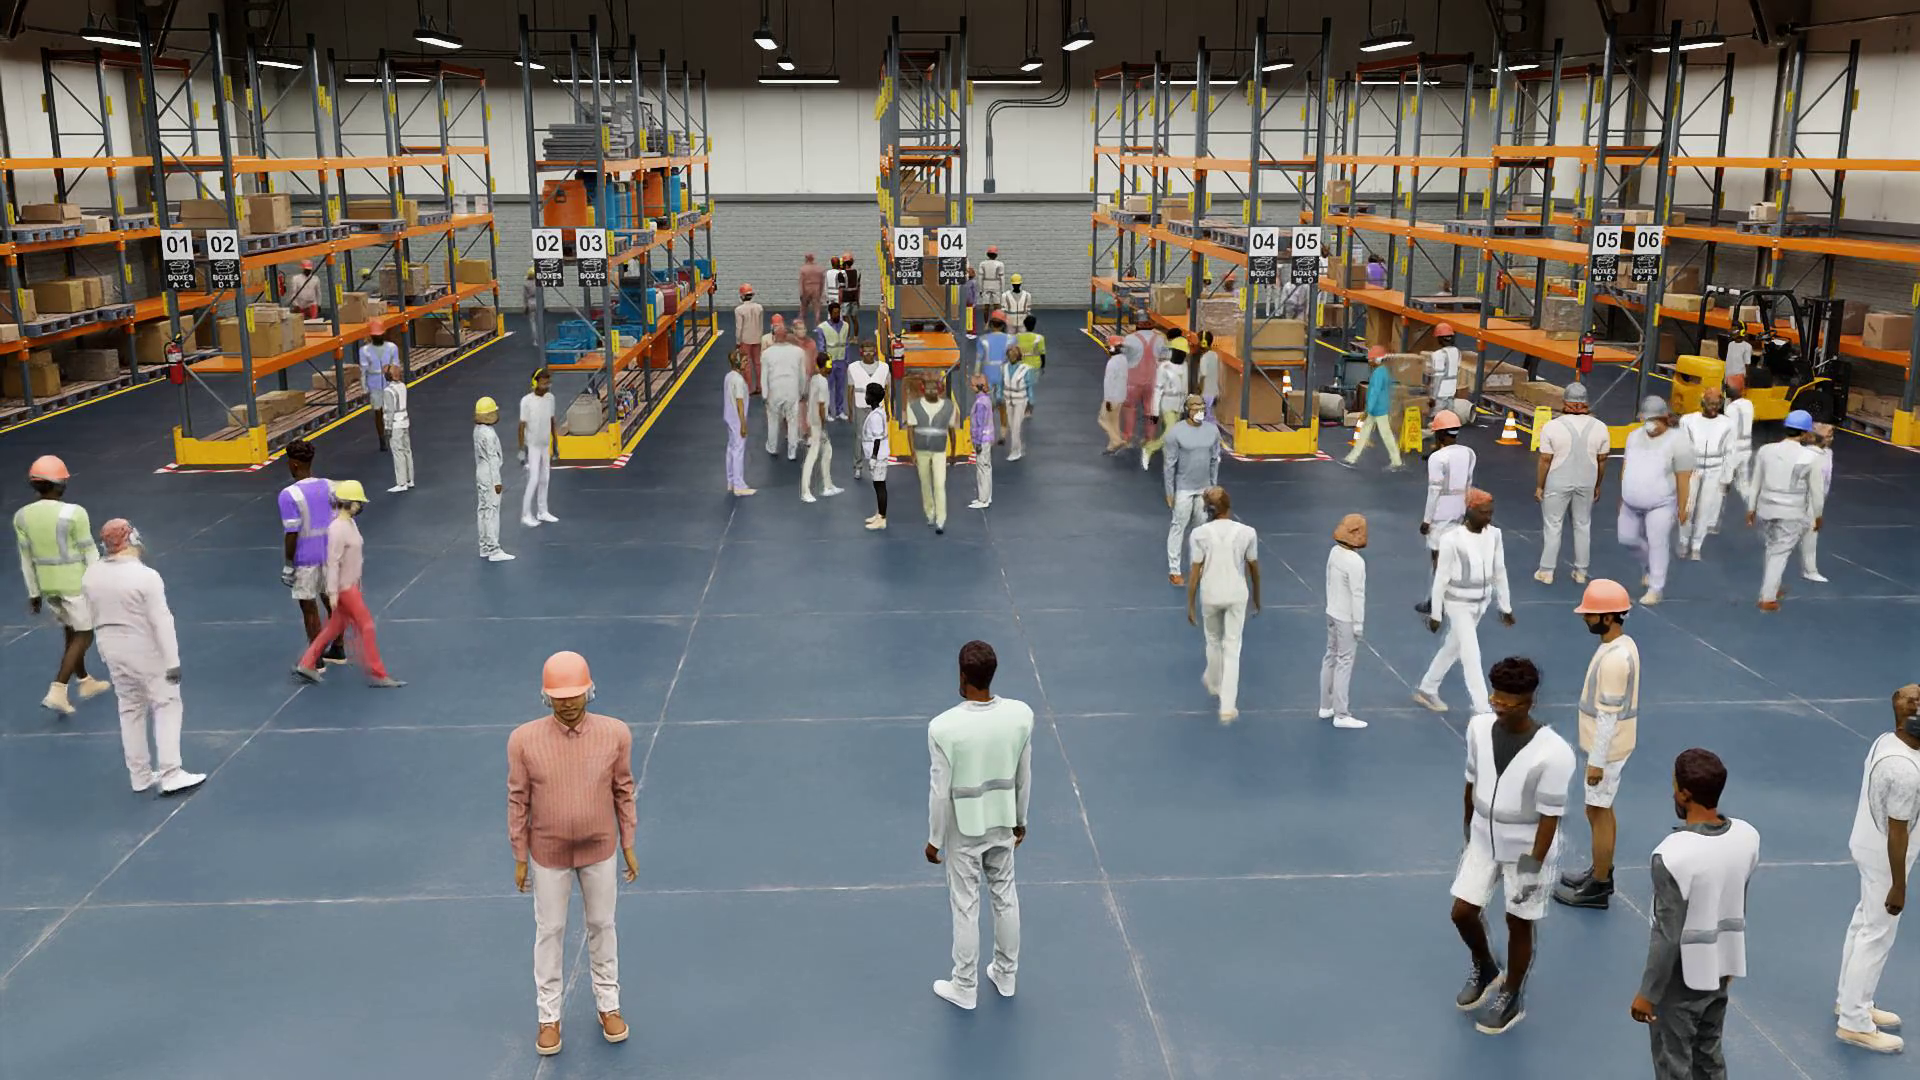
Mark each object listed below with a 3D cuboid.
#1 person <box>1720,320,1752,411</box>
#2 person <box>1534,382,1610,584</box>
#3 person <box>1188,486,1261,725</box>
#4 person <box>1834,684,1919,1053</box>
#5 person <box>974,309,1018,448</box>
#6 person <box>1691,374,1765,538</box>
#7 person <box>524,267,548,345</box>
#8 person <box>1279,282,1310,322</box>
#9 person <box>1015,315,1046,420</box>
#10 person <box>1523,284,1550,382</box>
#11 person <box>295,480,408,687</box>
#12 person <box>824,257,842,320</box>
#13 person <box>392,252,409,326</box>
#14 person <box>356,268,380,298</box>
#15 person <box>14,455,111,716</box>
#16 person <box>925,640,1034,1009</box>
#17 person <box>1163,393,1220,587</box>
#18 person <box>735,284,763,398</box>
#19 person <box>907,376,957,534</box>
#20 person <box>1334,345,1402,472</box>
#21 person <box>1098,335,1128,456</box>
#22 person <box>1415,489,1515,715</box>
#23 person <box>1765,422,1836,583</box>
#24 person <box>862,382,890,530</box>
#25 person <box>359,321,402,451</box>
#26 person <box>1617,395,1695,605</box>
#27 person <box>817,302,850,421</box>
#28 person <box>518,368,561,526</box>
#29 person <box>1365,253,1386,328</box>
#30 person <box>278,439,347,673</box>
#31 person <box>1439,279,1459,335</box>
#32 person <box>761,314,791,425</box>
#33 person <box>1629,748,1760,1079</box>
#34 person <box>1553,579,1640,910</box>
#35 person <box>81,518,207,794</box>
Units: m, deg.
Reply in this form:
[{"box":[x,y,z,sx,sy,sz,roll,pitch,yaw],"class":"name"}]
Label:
[{"box":[11.254,-2.260,24.207,0.326,1.872,0.518,-3,14,-12],"class":"person"},{"box":[6.099,-0.578,16.718,0.689,2.000,0.537,0,13,0],"class":"person"},{"box":[2.052,0.461,12.852,0.583,1.781,0.940,2,13,9],"class":"person"},{"box":[4.502,1.572,8.058,0.341,1.839,0.501,5,14,19],"class":"person"},{"box":[0.529,-2.349,24.267,0.644,2.019,0.501,-1,13,-3],"class":"person"},{"box":[8.760,-0.934,18.631,0.597,1.862,0.880,-12,18,-41],"class":"person"},{"box":[-9.432,-5.225,37.071,0.512,1.713,0.738,0,13,-2],"class":"person"},{"box":[7.130,-4.860,35.392,0.713,1.786,0.571,0,13,-1],"class":"person"},{"box":[1.140,-2.811,26.945,0.556,1.669,0.728,3,14,14],"class":"person"},{"box":[10.797,-3.879,31.118,0.550,1.856,0.350,-12,18,-41],"class":"person"},{"box":[-5.010,0.362,13.445,0.882,1.719,0.538,-2,13,-8],"class":"person"},{"box":[-2.826,-5.500,37.907,0.580,1.883,0.351,10,16,35],"class":"person"},{"box":[-13.758,-6.178,40.900,0.569,1.815,0.571,1,13,2],"class":"person"},{"box":[-12.896,-5.046,36.339,0.528,1.751,0.799,-4,14,-18],"class":"person"},{"box":[-6.940,0.347,12.857,0.626,2.018,0.850,3,14,14],"class":"person"},{"box":[0.099,1.441,8.426,0.593,1.920,0.392,-8,15,-30],"class":"person"},{"box":[2.315,-0.502,16.611,0.636,1.939,0.365,-6,15,-25],"class":"person"},{"box":[-3.698,-3.478,29.100,0.388,1.996,0.612,12,18,42],"class":"person"},{"box":[-0.319,-0.984,18.977,0.554,1.786,0.949,1,13,2],"class":"person"},{"box":[5.595,-1.772,22.496,0.918,1.703,0.578,1,13,6],"class":"person"},{"box":[2.172,-2.037,23.546,0.386,1.729,0.563,8,16,32],"class":"person"},{"box":[3.852,0.507,12.602,0.593,1.833,1.002,-8,16,-32],"class":"person"},{"box":[8.596,-0.417,16.943,0.523,1.616,0.673,-9,16,-34],"class":"person"},{"box":[-0.963,-0.966,19.095,0.319,1.697,0.533,0,13,1],"class":"person"},{"box":[-8.249,-2.164,23.740,0.573,1.897,0.911,-5,14,-22],"class":"person"},{"box":[6.662,-0.406,15.989,0.620,2.000,0.740,-8,16,-32],"class":"person"},{"box":[-2.027,-2.862,26.685,0.585,1.911,0.391,-12,18,-41],"class":"person"},{"box":[-4.862,-1.084,19.290,0.439,1.846,0.566,7,15,29],"class":"person"},{"box":[9.956,-6.016,40.208,0.628,1.828,0.463,-3,14,-11],"class":"person"},{"box":[-5.415,0.131,13.871,0.361,1.964,0.614,5,14,22],"class":"person"},{"box":[10.281,-4.685,35.016,0.507,1.616,0.345,-3,14,-13],"class":"person"},{"box":[-2.872,-2.705,26.342,0.568,1.751,0.329,-5,14,-19],"class":"person"},{"box":[3.049,1.797,6.919,0.594,1.915,0.373,-8,16,-32],"class":"person"},{"box":[3.680,1.168,9.584,0.391,1.923,0.549,6,14,23],"class":"person"},{"box":[-5.584,0.784,11.315,0.688,1.880,0.423,4,14,17],"class":"person"}]
